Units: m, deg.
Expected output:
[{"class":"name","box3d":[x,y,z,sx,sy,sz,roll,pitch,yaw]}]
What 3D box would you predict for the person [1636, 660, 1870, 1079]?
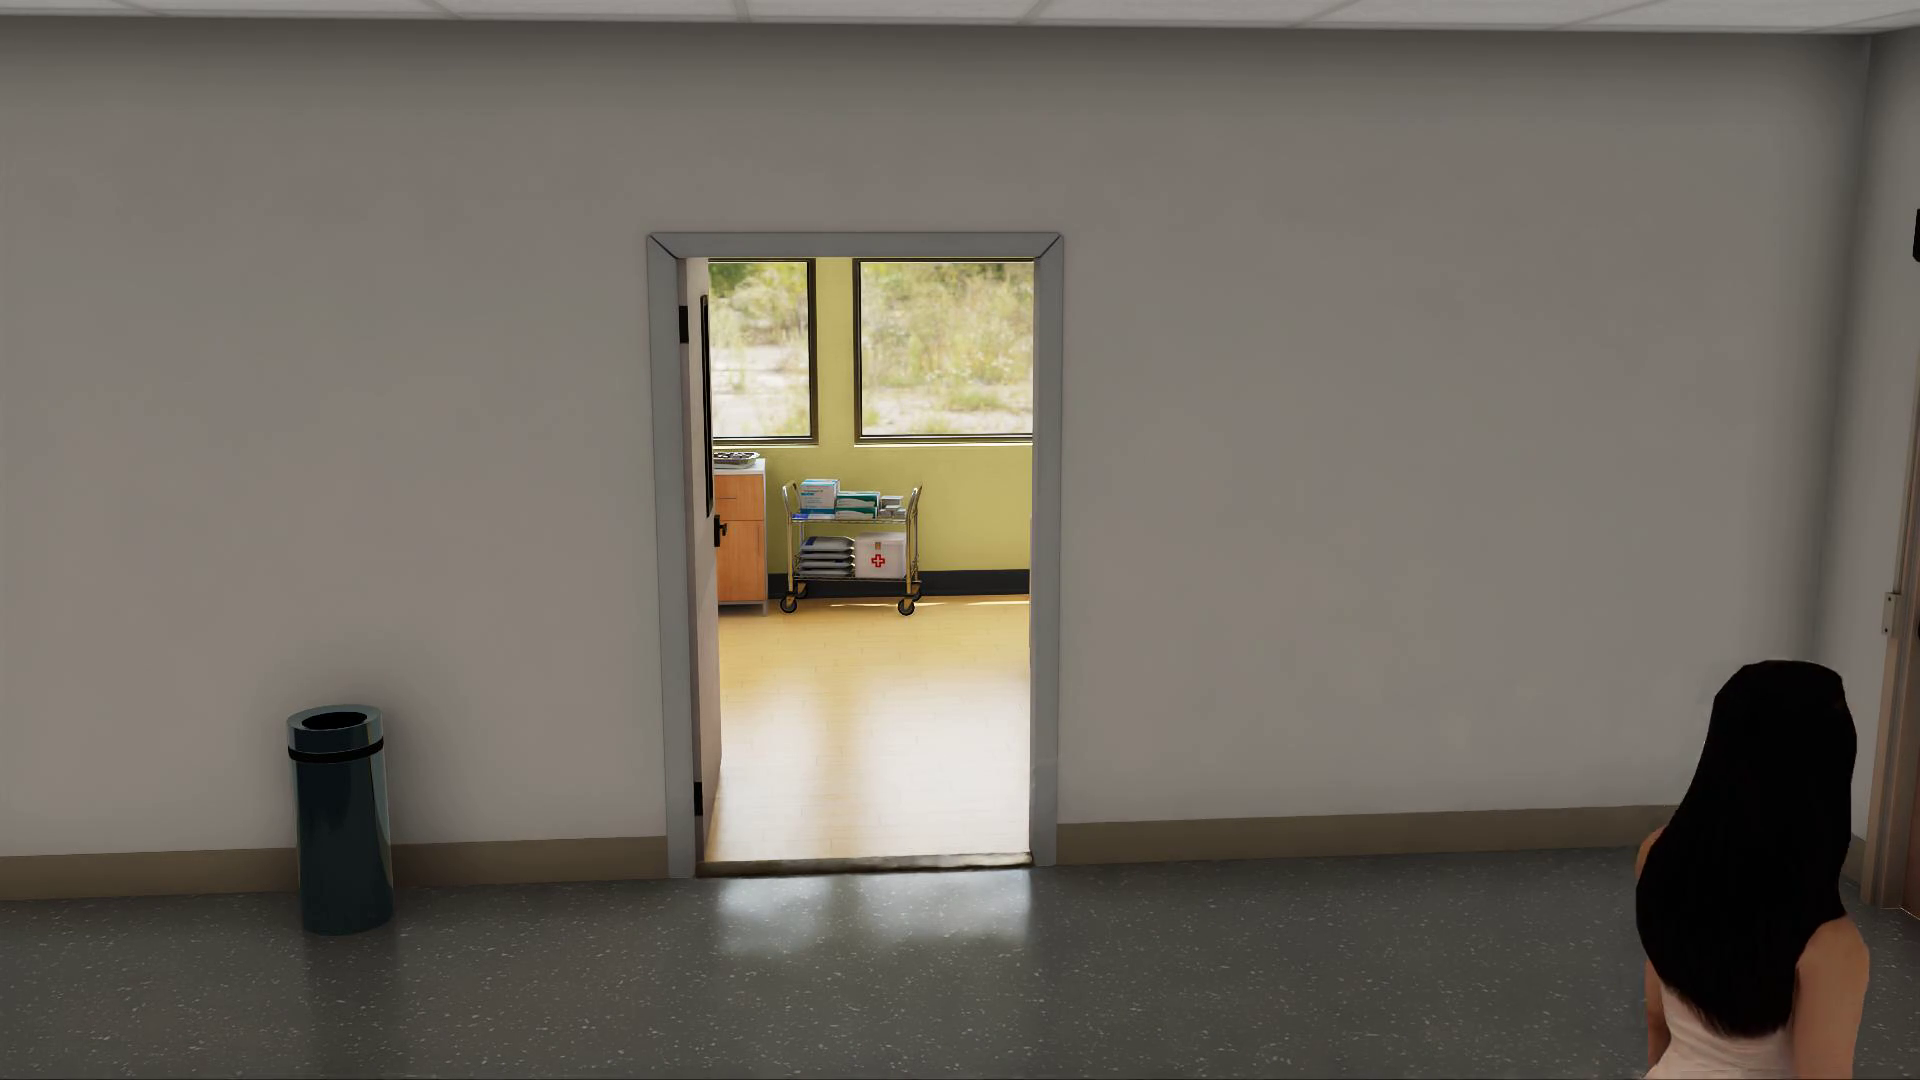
[{"class":"person","box3d":[1.071,1.025,2.492,0.992,1.717,0.762,-4,12,-21]}]
